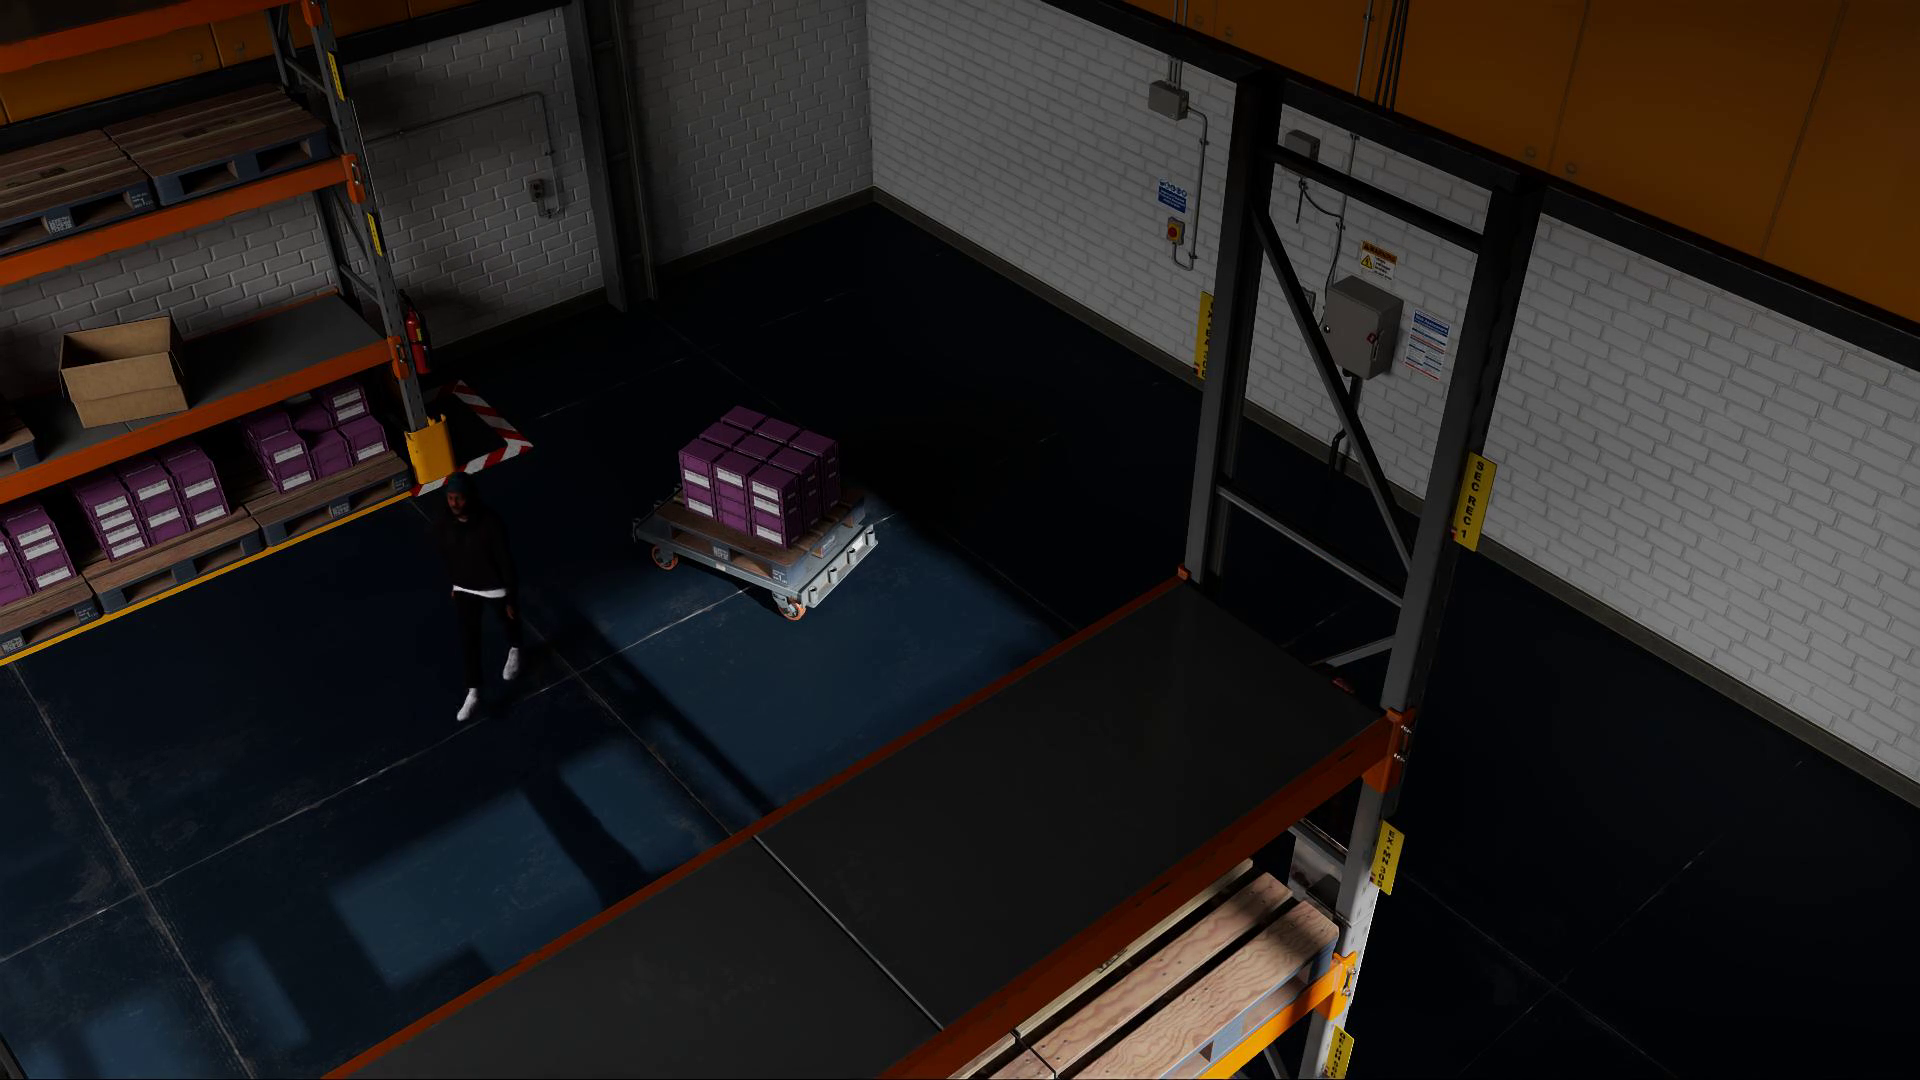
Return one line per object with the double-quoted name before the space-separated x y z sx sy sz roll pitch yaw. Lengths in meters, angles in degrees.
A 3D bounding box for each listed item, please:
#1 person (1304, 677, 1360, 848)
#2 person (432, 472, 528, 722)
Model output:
"person" 2.237 1.305 10.180 0.744 1.264 0.783 0 39 0
"person" -3.142 0.243 11.091 1.135 1.787 1.191 3 39 3
